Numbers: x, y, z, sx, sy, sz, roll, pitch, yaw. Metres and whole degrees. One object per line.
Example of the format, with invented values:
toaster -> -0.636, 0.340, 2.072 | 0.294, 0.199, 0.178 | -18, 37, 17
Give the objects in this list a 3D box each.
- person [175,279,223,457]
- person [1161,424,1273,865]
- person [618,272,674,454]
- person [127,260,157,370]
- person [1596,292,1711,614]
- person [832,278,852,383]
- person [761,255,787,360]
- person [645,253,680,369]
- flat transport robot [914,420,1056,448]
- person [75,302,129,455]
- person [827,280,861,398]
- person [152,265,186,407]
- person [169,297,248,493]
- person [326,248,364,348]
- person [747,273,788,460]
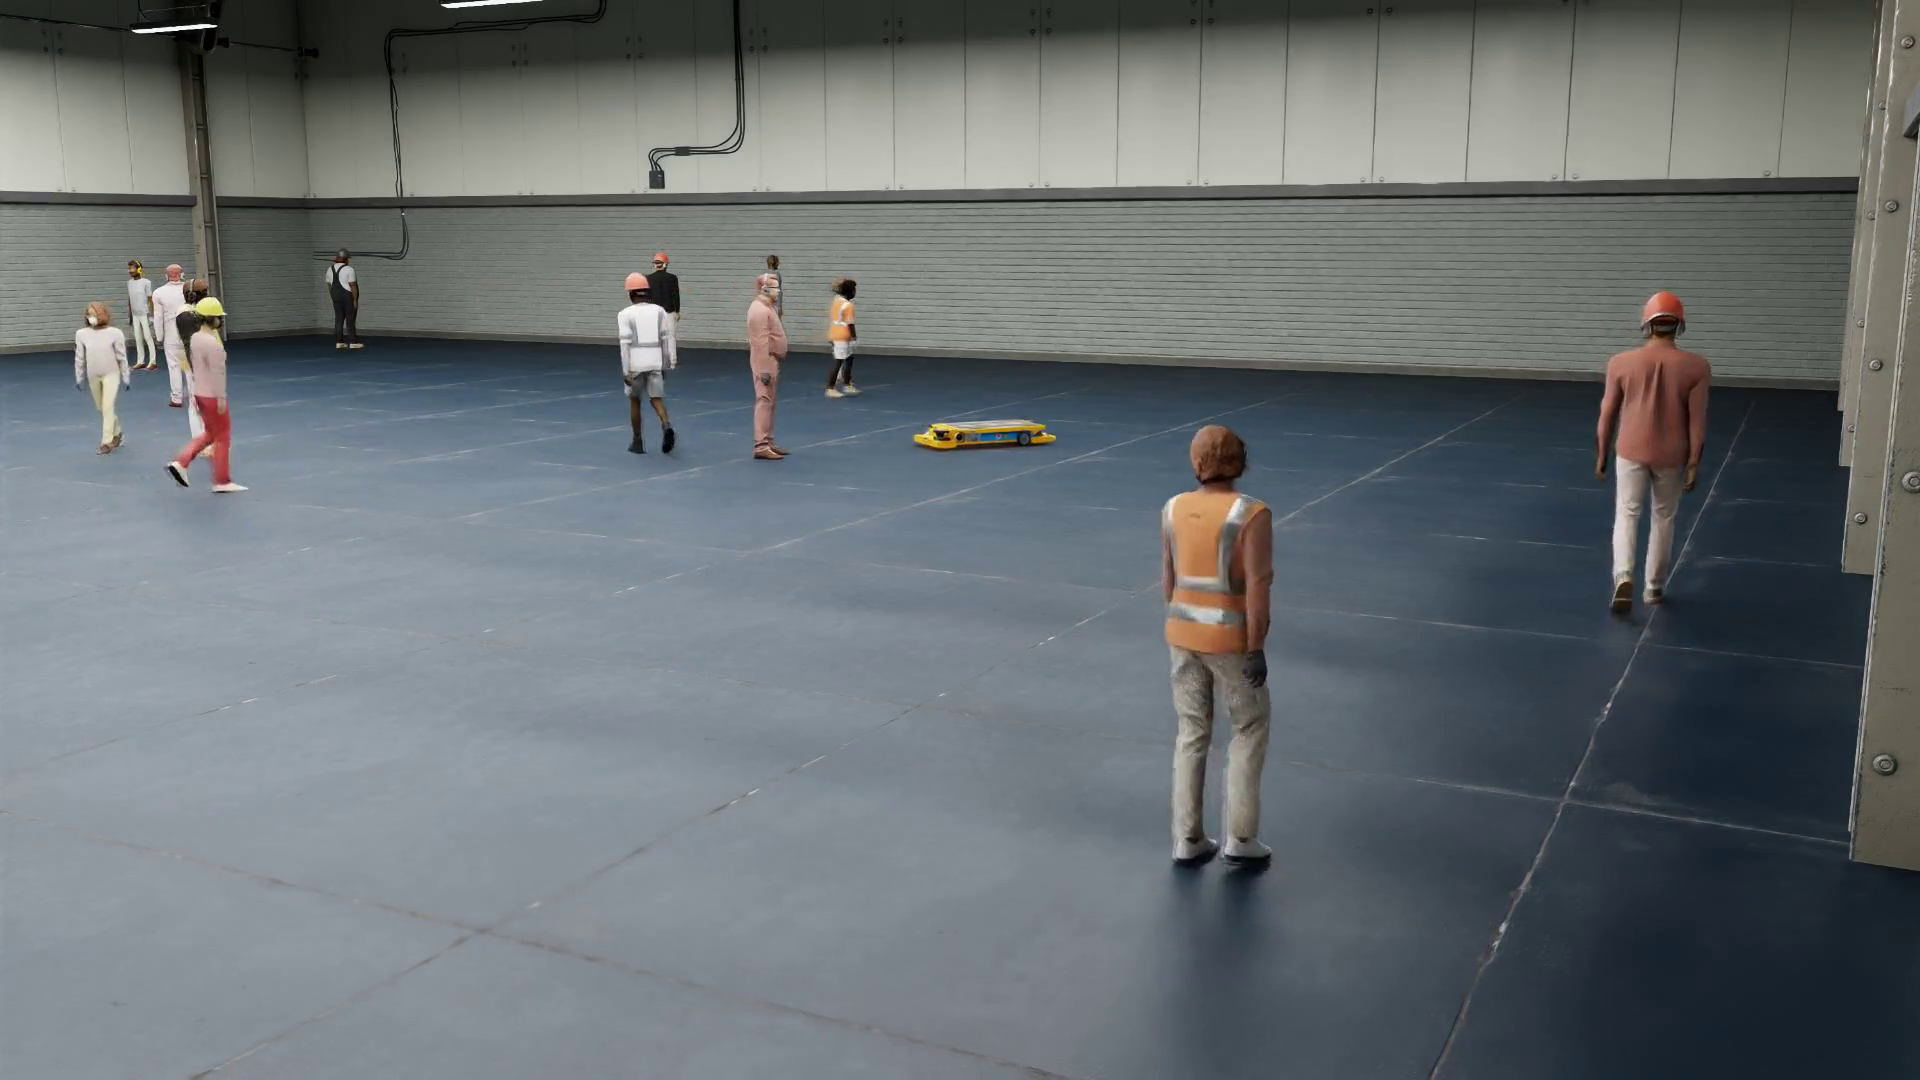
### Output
person -> -7.894, -1.785, 17.325 | 0.429, 1.844, 0.627 | -2, 11, -13
person -> 0.920, 0.383, 6.114 | 0.426, 1.603, 0.551 | -10, 14, -42
person -> -3.266, -1.826, 17.356 | 0.560, 1.914, 0.736 | -7, 12, -32
person -> -13.986, -3.827, 28.383 | 0.533, 1.868, 0.310 | 3, 11, 18
person -> 4.207, -0.526, 10.152 | 0.622, 1.965, 0.925 | 5, 11, 24
person -> -1.841, -3.261, 25.940 | 0.280, 1.633, 0.500 | -1, 10, -7
person -> -3.460, -4.277, 30.648 | 0.379, 1.940, 0.629 | -7, 13, -34
person -> -5.124, -3.941, 28.680 | 0.608, 1.988, 0.392 | 0, 10, -2
flat transport robot -> 0.278, -1.175, 18.281 | 1.431, 0.197, 0.652 | -5, 11, -24
person -> -9.130, -1.742, 17.749 | 0.512, 1.601, 0.816 | -1, 10, -4
person -> -1.602, -2.839, 23.536 | 0.672, 1.662, 0.540 | -4, 11, -22
person -> -10.483, -2.738, 22.352 | 0.644, 1.903, 0.399 | -8, 13, -36
person -> -6.709, -1.270, 14.757 | 0.524, 1.758, 0.518 | 10, 14, 43
person -> -12.551, -4.947, 34.018 | 0.688, 2.000, 0.536 | 4, 11, 22
person -> -1.974, -1.786, 17.152 | 0.404, 1.905, 0.651 | 0, 10, -2
